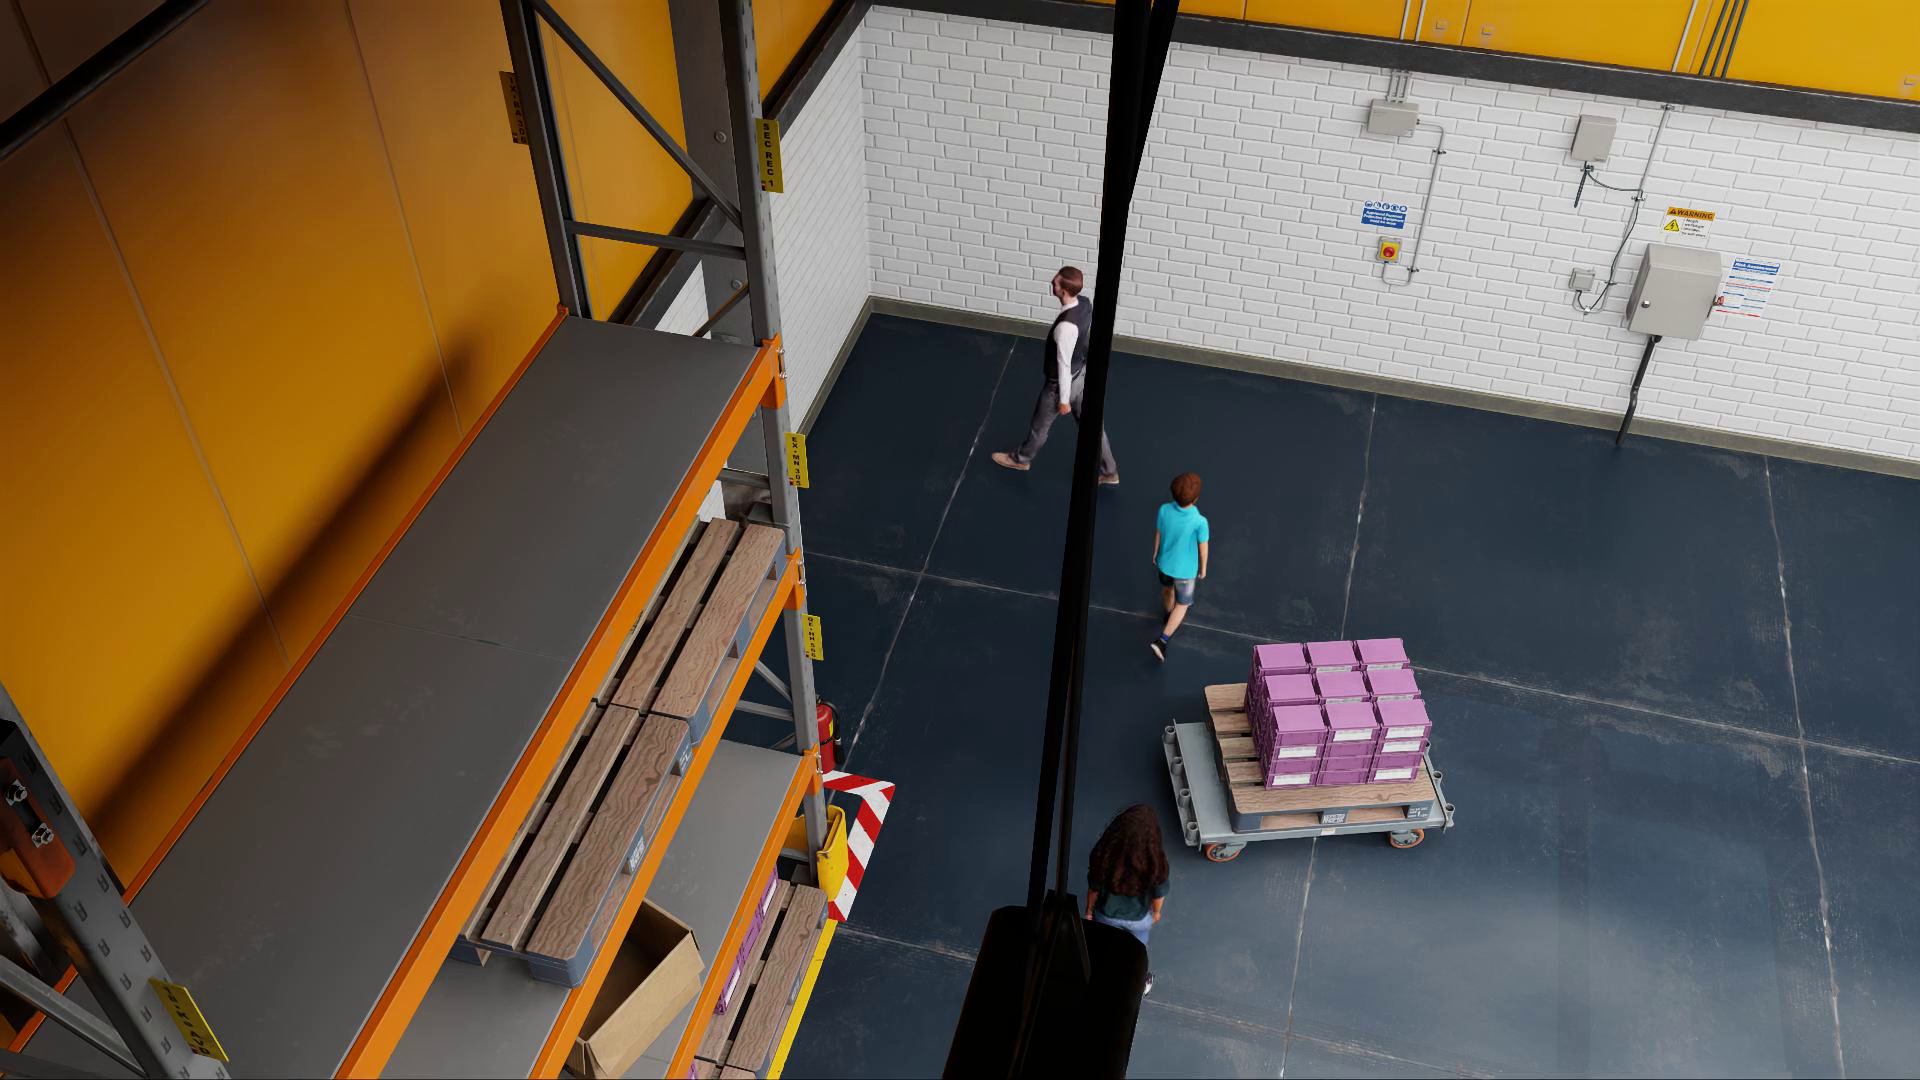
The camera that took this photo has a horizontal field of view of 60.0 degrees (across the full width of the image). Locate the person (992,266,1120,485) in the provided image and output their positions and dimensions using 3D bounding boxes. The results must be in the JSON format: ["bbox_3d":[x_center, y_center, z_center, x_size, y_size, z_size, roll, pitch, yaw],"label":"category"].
[{"bbox_3d":[0.863,-1.135,12.095,0.825,1.896,1.201,15,46,15],"label":"person"}]

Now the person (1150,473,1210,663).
[{"bbox_3d":[1.420,0.178,11.051,0.698,1.435,0.950,23,48,23],"label":"person"}]

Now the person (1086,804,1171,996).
[{"bbox_3d":[0.876,1.988,9.019,0.600,1.617,0.586,5,44,5],"label":"person"}]
